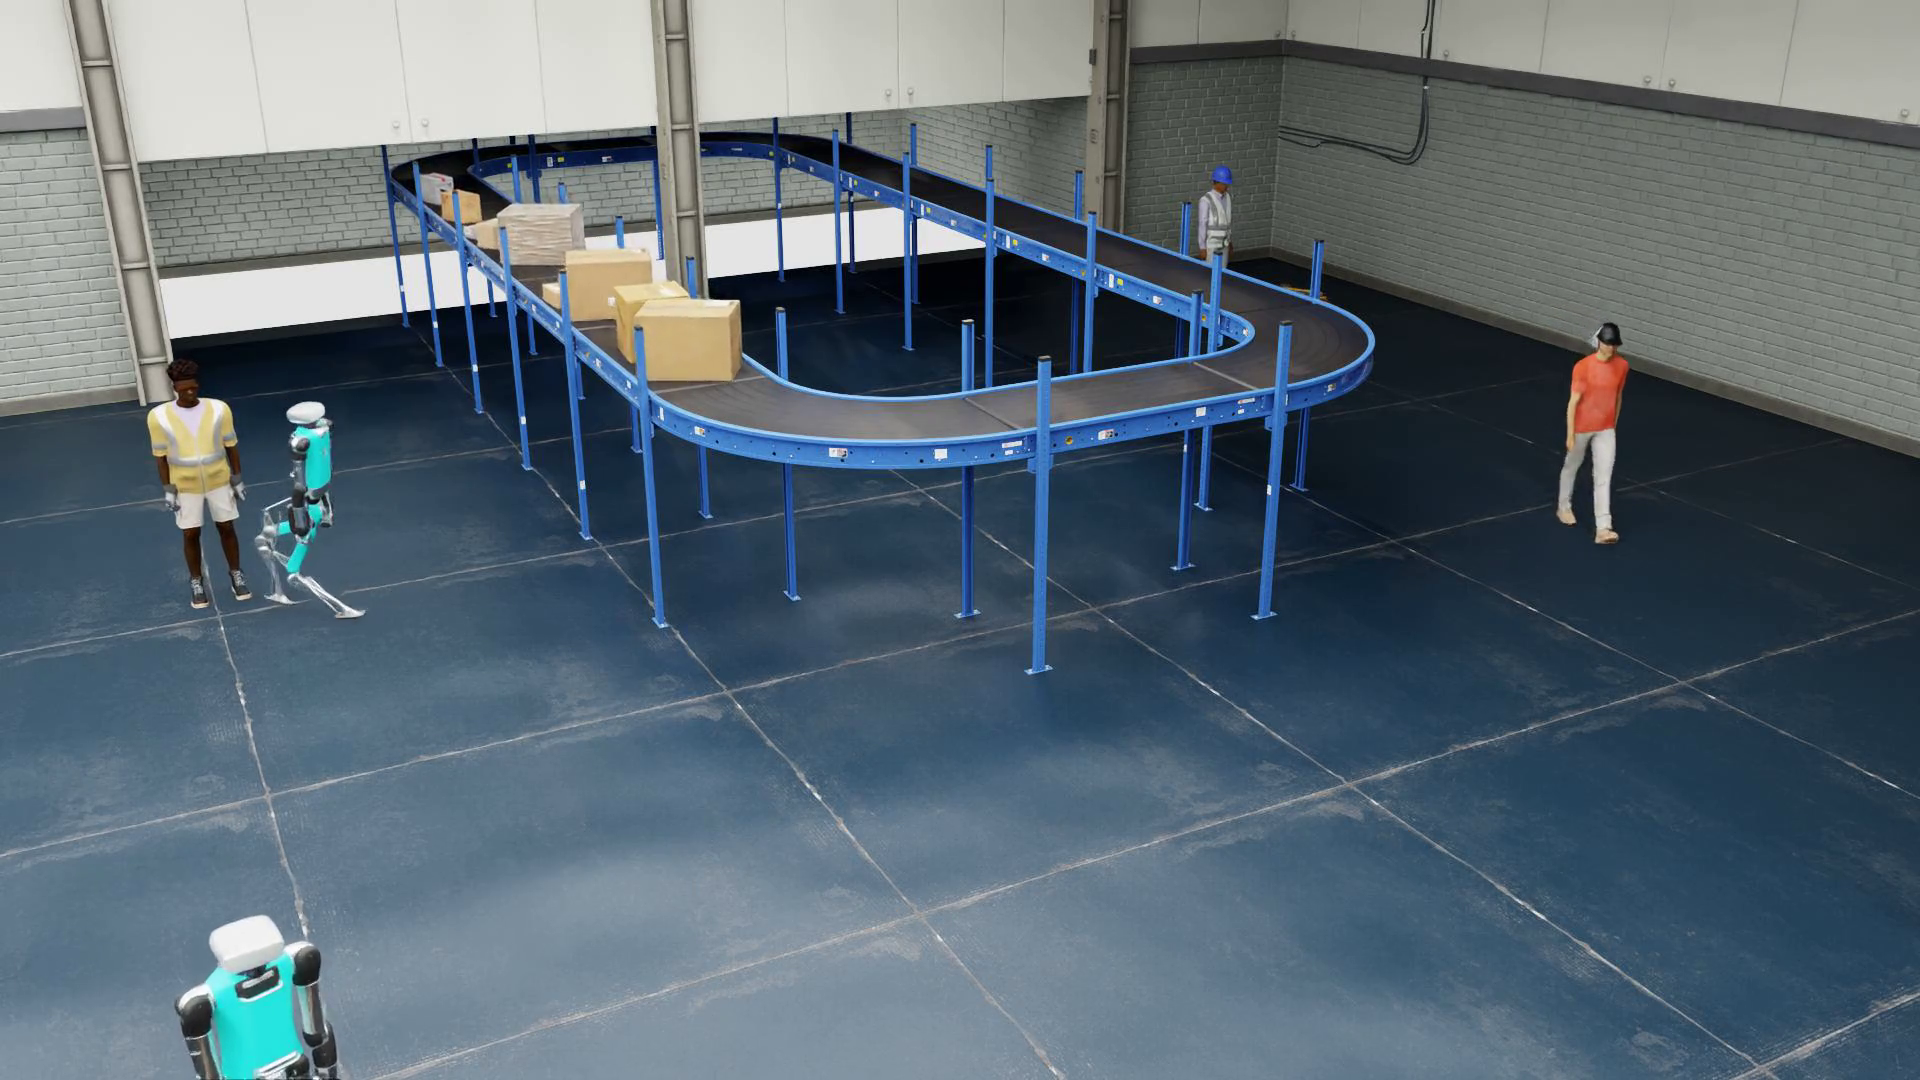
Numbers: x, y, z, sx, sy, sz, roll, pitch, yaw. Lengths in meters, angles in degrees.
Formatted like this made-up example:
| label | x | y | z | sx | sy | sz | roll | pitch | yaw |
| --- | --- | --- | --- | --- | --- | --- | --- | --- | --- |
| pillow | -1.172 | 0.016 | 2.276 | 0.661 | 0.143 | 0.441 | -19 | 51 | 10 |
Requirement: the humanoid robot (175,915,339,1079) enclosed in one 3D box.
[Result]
| label | x | y | z | sx | sy | sz | roll | pitch | yaw |
| --- | --- | --- | --- | --- | --- | --- | --- | --- | --- |
| humanoid robot | -2.441 | 2.306 | 6.233 | 0.840 | 1.788 | 0.532 | 18 | 28 | 38 |

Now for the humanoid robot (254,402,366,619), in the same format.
| label | x | y | z | sx | sy | sz | roll | pitch | yaw |
| --- | --- | --- | --- | --- | --- | --- | --- | --- | --- |
| humanoid robot | -5.046 | -0.181 | 12.442 | 1.008 | 1.765 | 0.534 | 2 | 22 | 4 |

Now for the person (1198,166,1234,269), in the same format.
| label | x | y | z | sx | sy | sz | roll | pitch | yaw |
| --- | --- | --- | --- | --- | --- | --- | --- | --- | --- |
| person | 3.212 | -3.724 | 20.869 | 0.615 | 1.933 | 0.415 | -20 | 29 | -40 |

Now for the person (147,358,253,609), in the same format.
| label | x | y | z | sx | sy | sz | roll | pitch | yaw |
| --- | --- | --- | --- | --- | --- | --- | --- | --- | --- |
| person | -5.793 | -0.444 | 12.720 | 0.599 | 1.961 | 0.362 | -13 | 25 | -29 |

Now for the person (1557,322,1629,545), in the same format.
| label | x | y | z | sx | sy | sz | roll | pitch | yaw |
| --- | --- | --- | --- | --- | --- | --- | --- | --- | --- |
| person | 5.349 | -0.914 | 14.014 | 0.503 | 1.853 | 1.006 | -1 | 22 | -2 |

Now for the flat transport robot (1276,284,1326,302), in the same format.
| label | x | y | z | sx | sy | sz | roll | pitch | yaw |
| --- | --- | --- | --- | --- | --- | --- | --- | --- | --- |
| flat transport robot | 4.202 | -3.001 | 21.294 | 0.659 | 0.231 | 1.431 | 10 | 24 | 23 |
